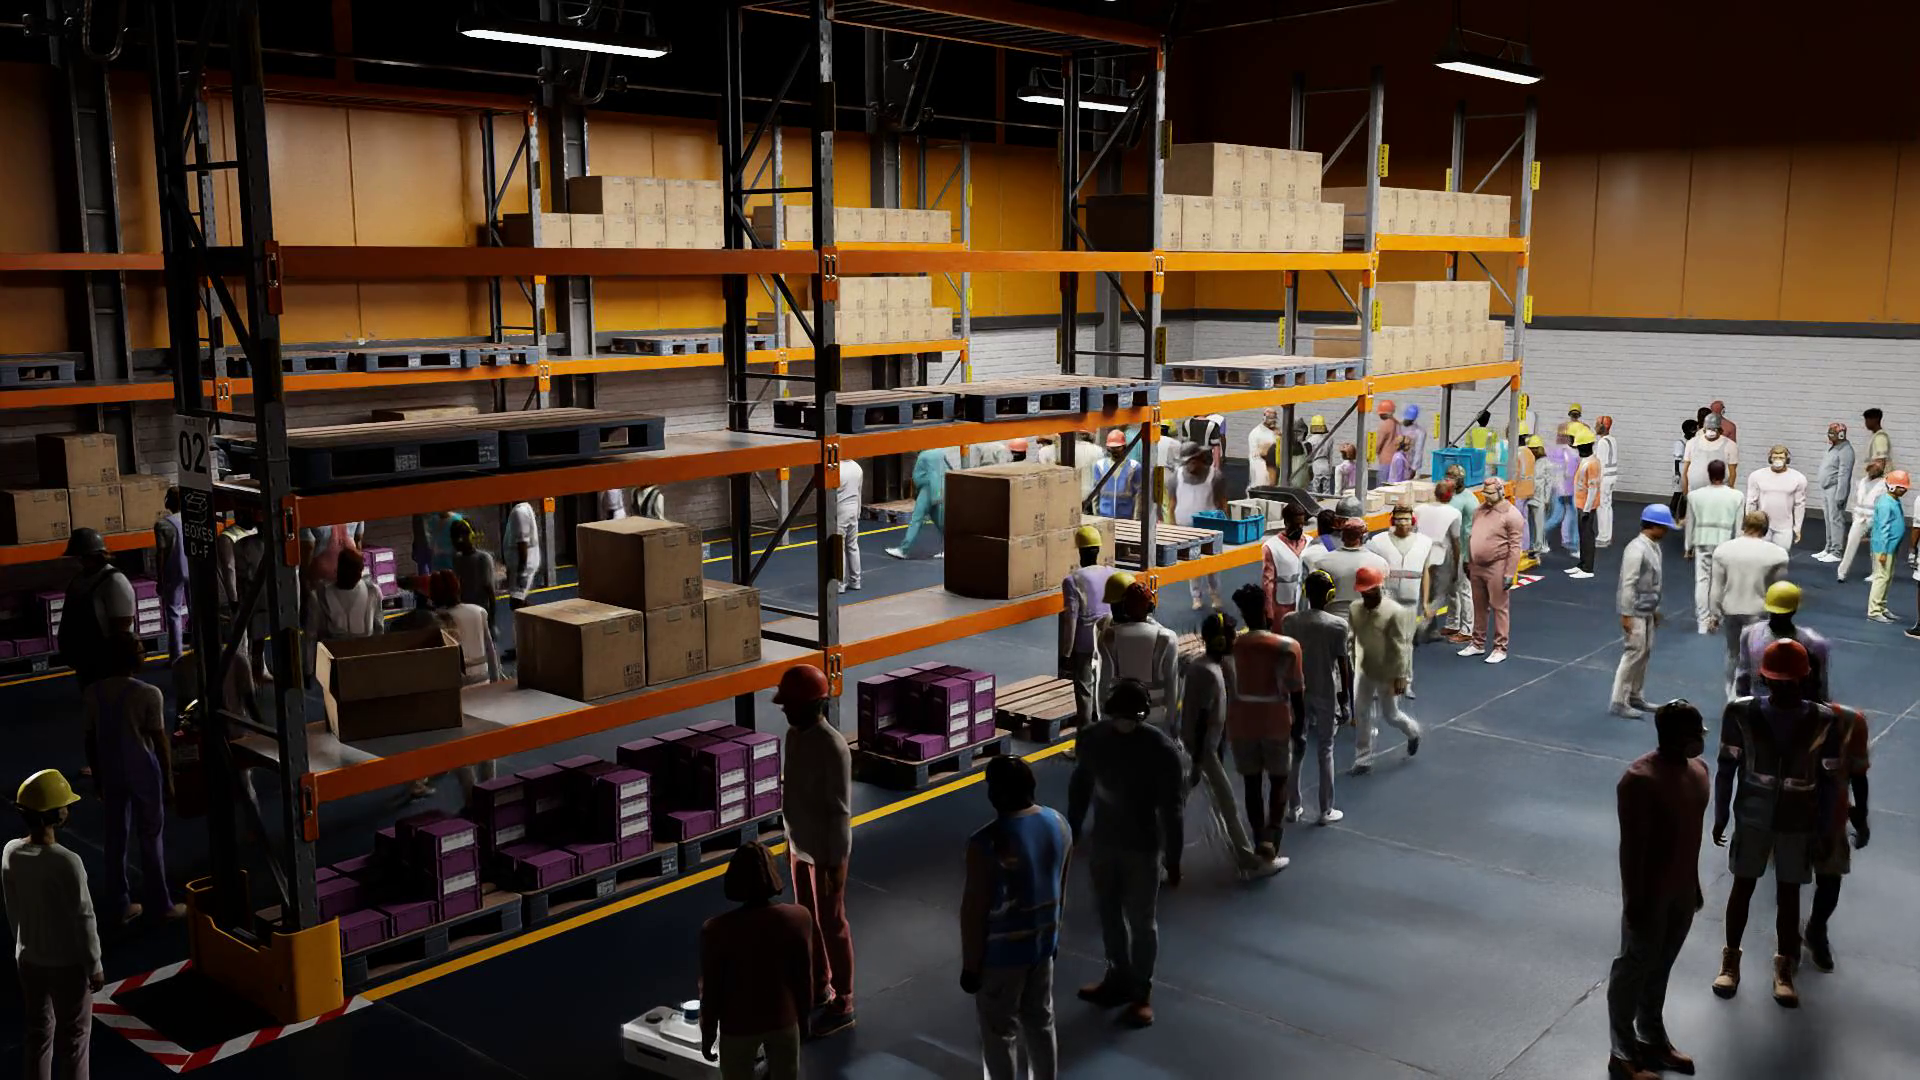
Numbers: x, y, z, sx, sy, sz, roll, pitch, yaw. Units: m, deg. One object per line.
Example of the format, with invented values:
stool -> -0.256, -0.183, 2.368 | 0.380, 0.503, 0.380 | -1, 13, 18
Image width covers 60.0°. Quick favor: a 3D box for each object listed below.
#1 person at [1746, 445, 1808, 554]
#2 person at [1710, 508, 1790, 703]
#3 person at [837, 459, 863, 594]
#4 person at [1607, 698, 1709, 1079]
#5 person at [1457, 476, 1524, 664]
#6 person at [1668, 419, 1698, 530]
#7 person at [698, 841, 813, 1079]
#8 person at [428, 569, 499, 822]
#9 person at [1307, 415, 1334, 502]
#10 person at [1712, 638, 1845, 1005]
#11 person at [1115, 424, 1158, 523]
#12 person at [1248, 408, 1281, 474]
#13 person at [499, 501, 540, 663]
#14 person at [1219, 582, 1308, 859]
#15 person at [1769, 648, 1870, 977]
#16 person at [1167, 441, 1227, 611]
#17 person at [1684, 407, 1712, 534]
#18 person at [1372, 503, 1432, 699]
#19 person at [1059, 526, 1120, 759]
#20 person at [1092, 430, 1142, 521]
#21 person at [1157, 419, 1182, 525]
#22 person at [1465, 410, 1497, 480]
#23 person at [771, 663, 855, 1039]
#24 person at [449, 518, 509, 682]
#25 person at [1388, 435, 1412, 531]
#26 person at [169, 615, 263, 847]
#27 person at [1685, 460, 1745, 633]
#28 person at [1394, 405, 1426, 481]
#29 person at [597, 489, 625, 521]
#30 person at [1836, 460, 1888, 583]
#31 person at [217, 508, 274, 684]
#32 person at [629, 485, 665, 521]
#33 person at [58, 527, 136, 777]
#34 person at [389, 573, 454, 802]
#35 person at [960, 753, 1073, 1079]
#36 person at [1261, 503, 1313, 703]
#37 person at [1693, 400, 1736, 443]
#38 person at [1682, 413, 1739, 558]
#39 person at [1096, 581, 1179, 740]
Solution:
person -> 9.552, -0.154, 19.510 | 0.628, 1.939, 0.375 | 5, 11, 26
person -> 6.956, 0.668, 14.744 | 0.627, 1.898, 0.924 | 9, 13, 43
person -> -1.469, -0.294, 20.474 | 0.401, 1.899, 0.646 | 6, 11, 33
person -> 3.488, 1.729, 8.268 | 0.627, 1.941, 0.373 | -7, 12, -35
person -> 5.395, 0.296, 16.937 | 0.409, 1.904, 0.639 | -5, 11, -28
person -> 11.019, -0.997, 25.288 | 0.535, 1.691, 0.317 | -7, 12, -36
person -> -0.864, 2.082, 7.097 | 0.502, 1.627, 0.277 | -4, 10, -22
person -> -3.594, 1.121, 12.138 | 0.363, 1.870, 0.724 | 4, 10, 24
person -> 5.459, -1.036, 25.389 | 0.483, 1.737, 0.319 | -4, 10, -23
person -> 4.462, 1.535, 9.115 | 0.614, 2.041, 0.390 | 4, 10, 25
person -> 2.468, -0.938, 24.138 | 0.744, 1.959, 0.638 | -5, 11, -27
person -> 4.628, -1.038, 24.927 | 0.655, 1.895, 0.399 | -5, 11, -28
person -> -4.514, 0.258, 17.007 | 0.421, 1.951, 0.656 | -2, 10, -12
person -> 2.000, 1.259, 11.126 | 0.654, 1.929, 0.556 | 3, 10, 17
person -> 4.778, 1.544, 9.396 | 0.652, 1.930, 0.468 | 5, 11, 25
person -> 2.731, -0.177, 19.343 | 0.693, 2.000, 0.552 | 3, 10, 18
person -> 11.054, -1.010, 24.688 | 0.590, 1.916, 0.389 | -9, 13, -42
person -> 4.093, 0.561, 15.514 | 0.564, 1.846, 0.394 | 1, 10, 5
person -> 1.054, 0.842, 13.605 | 0.593, 1.923, 0.382 | -6, 11, -33
person -> 1.898, -0.323, 20.208 | 0.607, 2.044, 0.379 | 2, 10, 12
person -> 2.863, -0.831, 23.606 | 0.586, 1.920, 0.397 | 5, 11, 26
person -> 8.379, -1.242, 26.725 | 0.535, 1.697, 0.318 | 7, 12, 37
person -> -0.784, 1.619, 8.793 | 0.408, 1.986, 0.618 | -6, 11, -31
person -> -4.224, 0.706, 14.647 | 0.540, 1.845, 0.503 | 6, 11, 31
person -> 6.224, -0.680, 23.568 | 0.320, 1.631, 0.523 | 2, 10, 14
person -> -4.897, 1.325, 11.066 | 0.571, 1.818, 0.792 | -2, 10, -11
person -> 8.377, 0.052, 18.469 | 0.597, 1.869, 0.968 | 5, 11, 28
person -> 6.856, -1.159, 25.699 | 0.974, 1.871, 0.668 | -8, 13, -41
person -> -4.306, -0.195, 20.543 | 0.399, 1.668, 0.535 | -4, 10, -23
person -> 11.473, -0.231, 21.000 | 0.762, 1.591, 0.516 | -6, 11, -33
person -> -6.757, 0.513, 15.840 | 0.429, 1.838, 0.621 | 2, 10, 11
person -> -3.760, -0.095, 20.188 | 0.526, 1.595, 0.860 | 4, 10, 24
person -> -6.735, 0.890, 12.974 | 0.686, 2.000, 0.536 | 6, 11, 33
person -> -4.039, 1.095, 12.796 | 0.545, 1.690, 0.891 | 4, 10, 22
person -> 0.238, 1.882, 7.689 | 0.619, 1.836, 0.430 | -9, 13, -44
person -> 2.975, 0.600, 15.113 | 0.599, 1.909, 0.398 | -6, 11, -32
person -> 11.805, -1.234, 26.054 | 0.651, 1.906, 0.403 | 6, 11, 32
person -> 10.198, -0.736, 22.682 | 0.681, 2.000, 0.535 | 7, 12, 35
person -> 1.226, 1.215, 11.522 | 0.575, 1.880, 0.358 | 3, 10, 15
